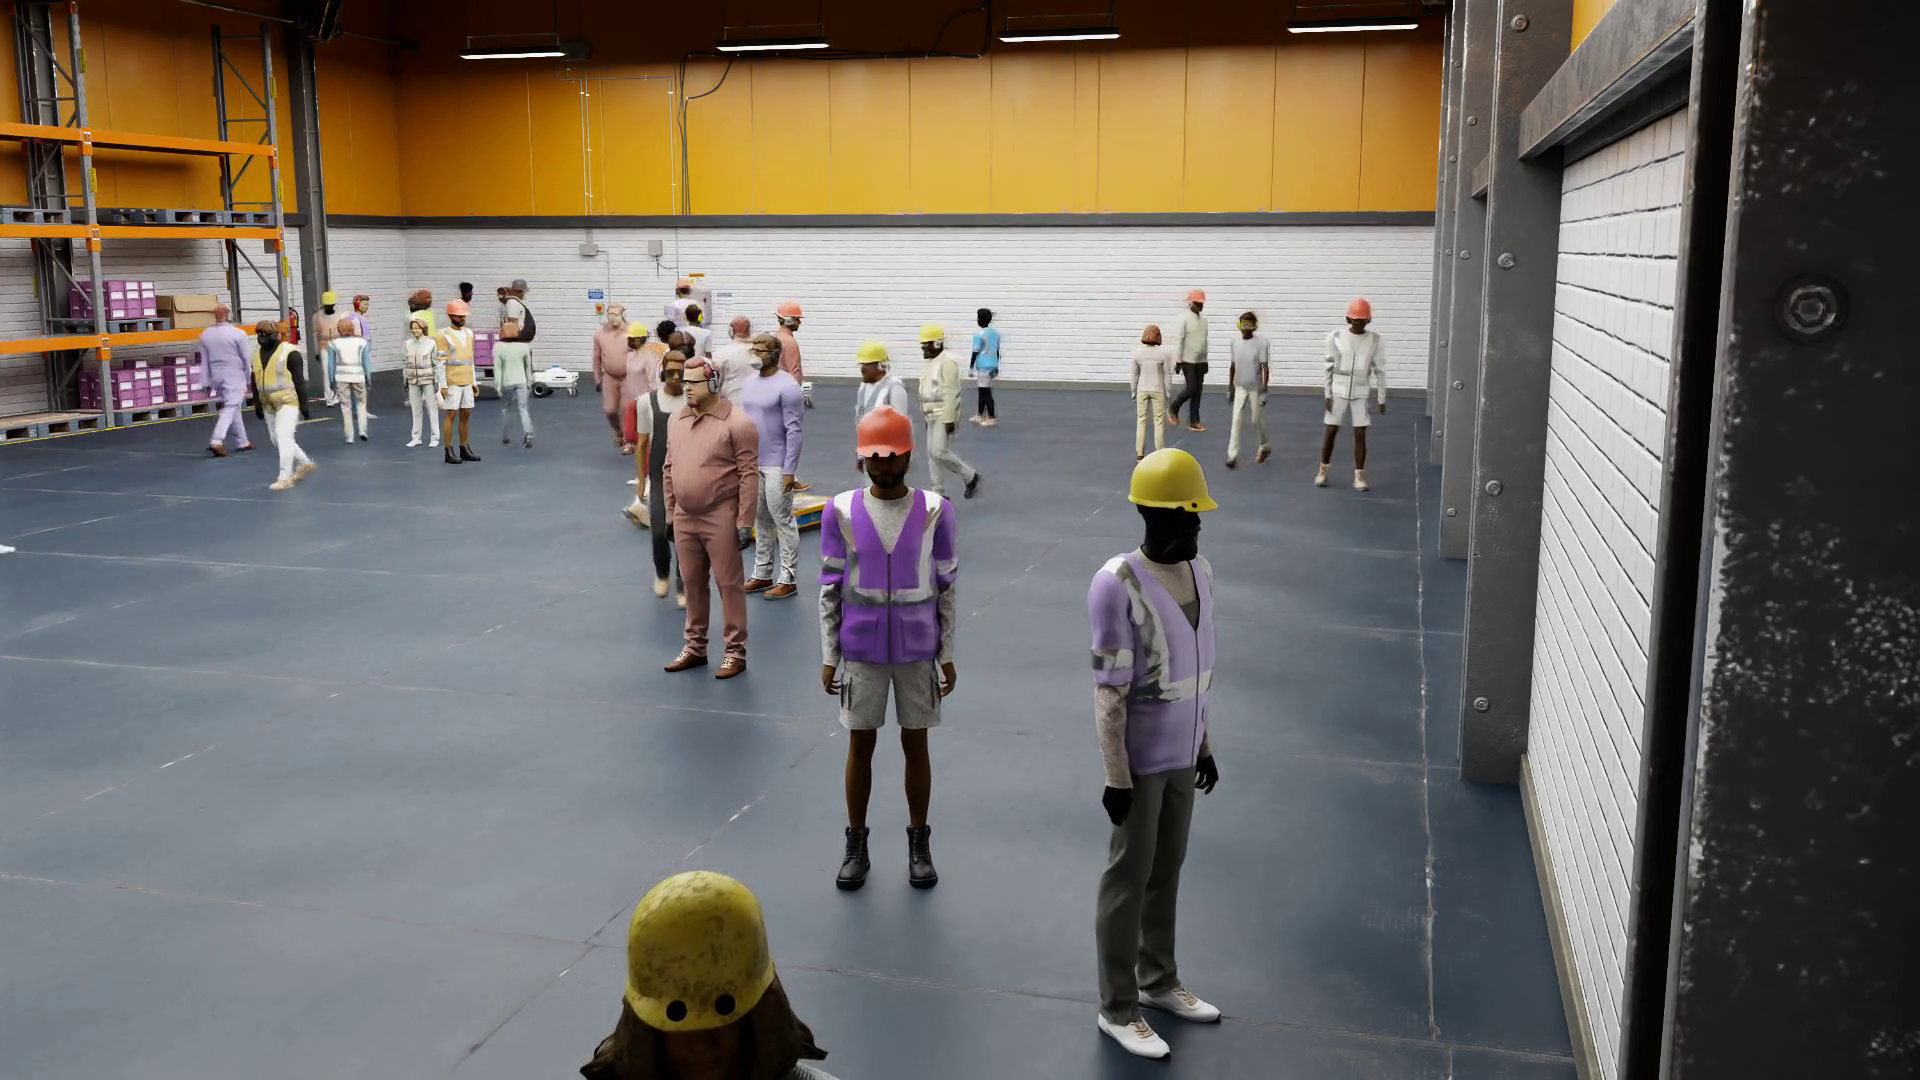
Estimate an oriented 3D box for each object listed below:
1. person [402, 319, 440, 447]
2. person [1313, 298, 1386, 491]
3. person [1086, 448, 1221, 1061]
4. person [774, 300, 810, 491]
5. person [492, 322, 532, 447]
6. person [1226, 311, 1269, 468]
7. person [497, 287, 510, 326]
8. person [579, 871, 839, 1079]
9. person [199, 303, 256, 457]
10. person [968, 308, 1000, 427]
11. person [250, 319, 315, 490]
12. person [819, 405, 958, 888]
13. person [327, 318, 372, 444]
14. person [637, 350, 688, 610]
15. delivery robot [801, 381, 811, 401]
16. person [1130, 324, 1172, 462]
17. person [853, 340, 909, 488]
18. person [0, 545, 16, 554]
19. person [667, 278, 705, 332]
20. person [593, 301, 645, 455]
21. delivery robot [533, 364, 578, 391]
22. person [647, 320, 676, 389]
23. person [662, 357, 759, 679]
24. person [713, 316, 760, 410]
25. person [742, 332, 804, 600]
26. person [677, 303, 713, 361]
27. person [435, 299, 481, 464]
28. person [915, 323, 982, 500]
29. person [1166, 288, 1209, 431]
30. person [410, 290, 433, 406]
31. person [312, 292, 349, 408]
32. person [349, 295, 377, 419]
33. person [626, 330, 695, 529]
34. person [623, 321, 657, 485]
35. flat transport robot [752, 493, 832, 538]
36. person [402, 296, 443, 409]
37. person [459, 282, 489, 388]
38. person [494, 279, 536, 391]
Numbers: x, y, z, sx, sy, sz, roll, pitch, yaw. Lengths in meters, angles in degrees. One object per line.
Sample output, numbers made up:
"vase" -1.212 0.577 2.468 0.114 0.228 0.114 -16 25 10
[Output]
"person" -6.854 -1.996 21.191 0.511 1.640 0.308 2 10 11
"person" 4.098 -1.526 17.466 0.750 2.014 0.589 2 10 9
"person" 0.640 0.663 5.318 0.367 1.927 0.587 8 13 38
"person" -1.803 -1.509 17.430 0.395 1.990 0.619 -5 11 -27
"person" -5.695 -1.987 21.245 0.500 1.604 0.808 -5 11 -28
"person" 3.350 -1.749 19.342 0.575 1.820 0.997 6 12 29
"person" -8.016 -3.623 29.842 0.566 1.843 0.635 7 12 35
"person" -0.336 1.289 2.296 0.487 1.744 0.297 -3 10 -15
"person" -8.998 -1.970 20.418 0.641 1.864 0.973 3 11 19
"person" 0.266 -2.443 23.591 0.683 1.671 0.553 7 12 34
"person" -7.181 -1.462 17.738 0.643 1.806 0.755 4 11 21
"person" -0.281 0.431 6.598 0.552 1.936 0.358 0 10 -2
"person" -7.913 -2.057 21.563 0.532 1.622 0.437 -5 11 -24
"person" -2.008 -0.423 11.736 0.530 1.834 0.436 -3 10 -17
"delivery robot" -2.702 -2.397 26.261 0.707 0.478 0.477 6 12 31
"person" 2.265 -1.731 19.702 0.498 1.634 0.279 4 11 19
"person" -0.608 -0.716 13.459 0.526 1.809 0.618 -7 12 -33
"person" -8.281 -0.793 13.645 0.700 1.896 0.616 -5 11 -27
"person" -4.551 -3.315 27.573 0.626 2.014 0.507 -9 14 -42
"person" -4.180 -1.992 20.480 0.661 1.888 0.536 0 10 0
"delivery robot" -6.853 -2.743 28.224 0.707 0.478 0.477 0 10 1
"person" -3.454 -1.795 19.935 0.542 1.666 0.759 10 14 44
"person" -1.508 -0.130 9.867 0.652 1.906 0.403 5 11 28
"person" -2.230 -1.284 16.538 0.646 1.863 0.965 -8 13 -38
"person" -1.387 -0.538 12.085 0.630 1.940 0.372 10 14 44
"person" -3.236 -1.980 20.482 0.562 1.854 0.450 2 10 11
"person" -5.902 -1.871 19.638 0.376 1.935 0.550 6 12 31
"person" -0.155 -1.228 16.373 0.577 1.806 0.618 -4 11 -21
"person" 3.201 -2.499 23.071 0.636 1.979 0.515 -10 14 -44
"person" -8.545 -3.053 26.525 0.421 1.865 0.573 3 11 18
"person" -10.085 -3.066 26.733 0.572 1.843 1.099 -3 10 -16
"person" -8.895 -2.704 24.634 0.388 1.838 0.563 -4 11 -20
"person" -2.584 -0.988 15.031 0.900 1.813 0.640 -6 12 -31
"person" -3.397 -1.474 17.887 0.482 1.750 0.542 -9 14 -42
"flat transport robot" -1.599 -0.236 15.095 0.652 0.197 1.431 5 11 27
"person" -8.437 -2.930 26.090 0.999 1.785 0.631 5 11 27
"person" -8.875 -3.685 29.993 0.921 1.906 0.707 1 10 4
"person" -7.839 -3.621 29.254 0.934 2.000 0.689 -3 10 -14
